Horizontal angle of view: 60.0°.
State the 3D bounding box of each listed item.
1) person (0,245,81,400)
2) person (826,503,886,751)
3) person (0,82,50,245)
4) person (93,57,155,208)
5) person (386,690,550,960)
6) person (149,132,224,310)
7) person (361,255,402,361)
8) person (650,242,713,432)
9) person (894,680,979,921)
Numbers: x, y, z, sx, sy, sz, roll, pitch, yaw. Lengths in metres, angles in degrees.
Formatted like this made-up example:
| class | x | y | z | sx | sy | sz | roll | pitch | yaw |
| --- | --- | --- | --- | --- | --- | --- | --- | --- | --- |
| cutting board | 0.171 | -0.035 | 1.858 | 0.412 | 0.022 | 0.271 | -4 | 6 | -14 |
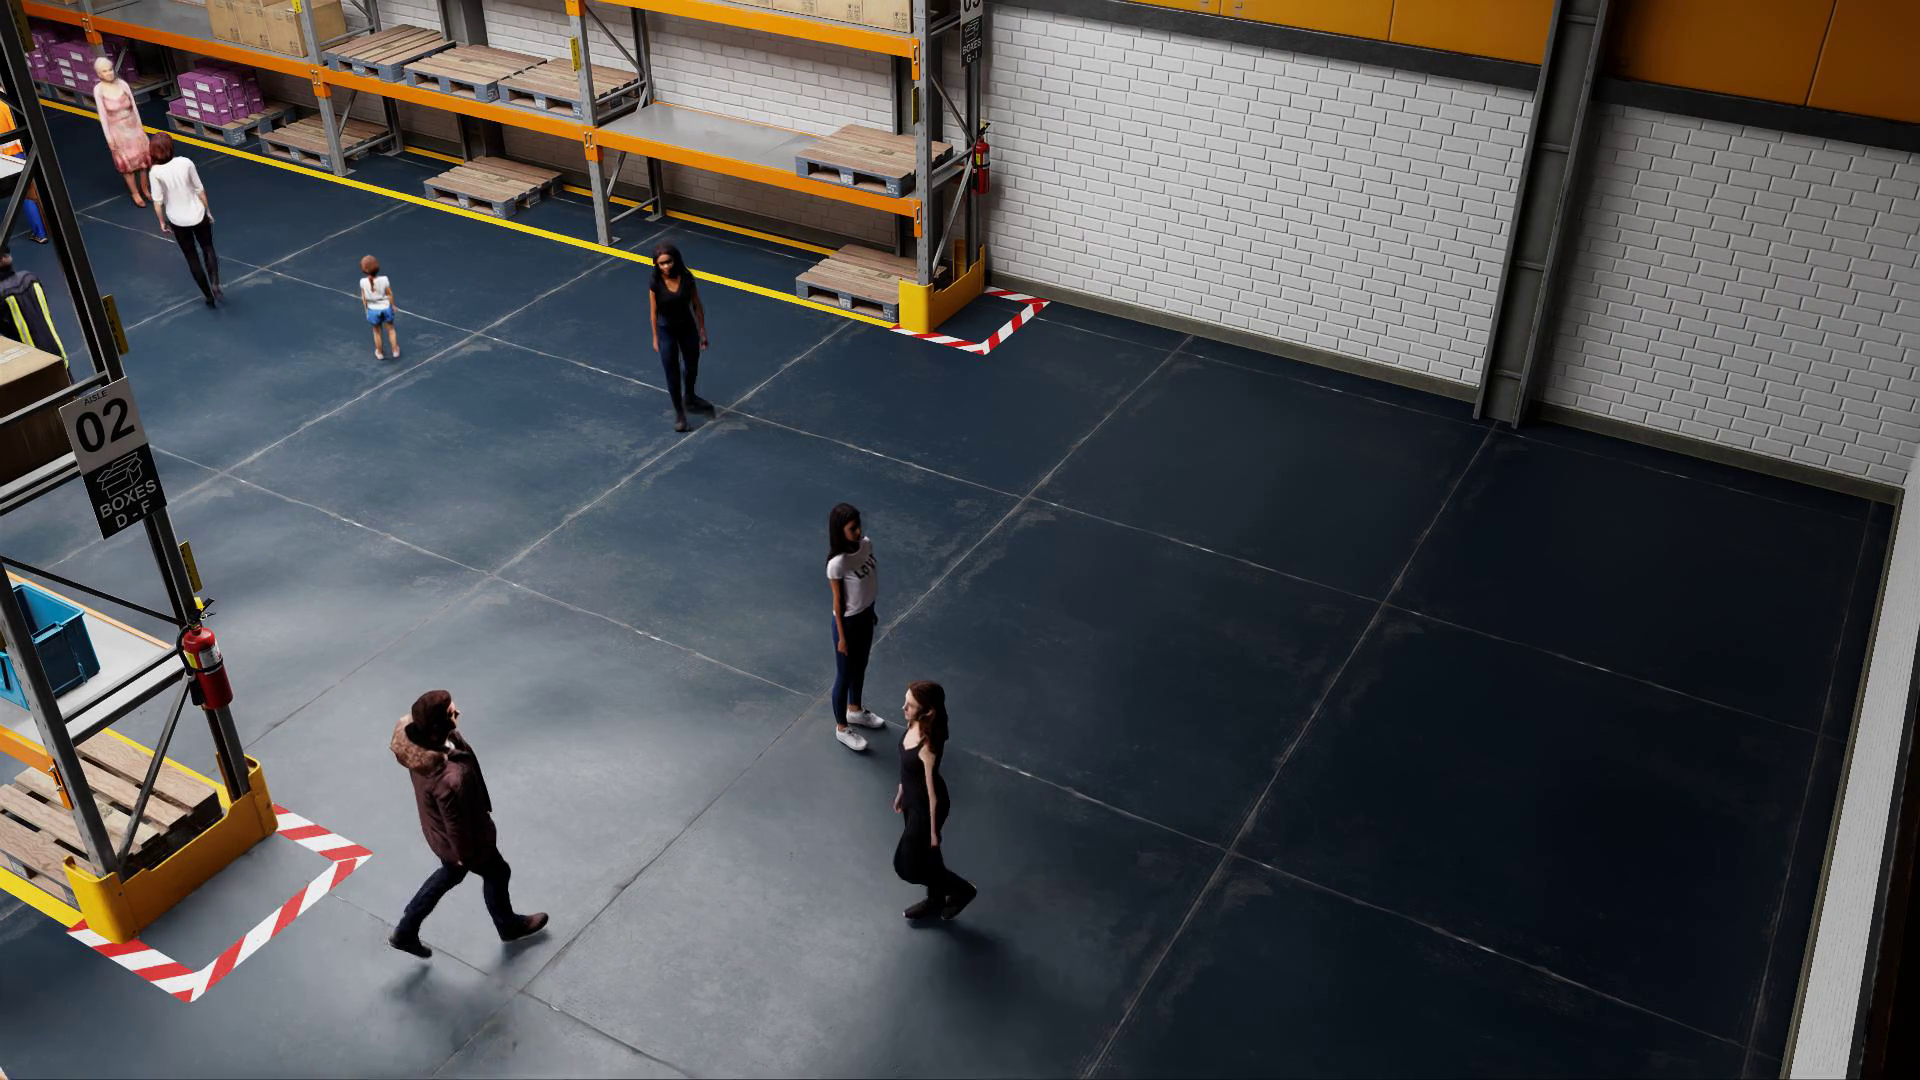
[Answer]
| class | x | y | z | sx | sy | sz | roll | pitch | yaw |
| --- | --- | --- | --- | --- | --- | --- | --- | --- | --- |
| person | -7.625 | -1.585 | 13.777 | 1.054 | 1.843 | 0.881 | 11 | 35 | 15 |
| person | -0.695 | 0.536 | 10.647 | 0.523 | 1.775 | 0.600 | 15 | 36 | 21 |
| person | -9.829 | -4.051 | 17.447 | 0.760 | 1.887 | 0.732 | -27 | 42 | -34 |
| person | -9.235 | -4.492 | 18.300 | 0.716 | 1.678 | 0.681 | 26 | 42 | 34 |
| person | -2.821 | 1.588 | 9.025 | 1.140 | 1.818 | 1.192 | -19 | 38 | -26 |
| person | -7.402 | -3.033 | 16.010 | 0.719 | 1.783 | 0.710 | -22 | 39 | -29 |
| person | -5.374 | -2.154 | 15.377 | 0.486 | 1.019 | 0.540 | -11 | 35 | -16 |
| person | -2.388 | -1.757 | 14.148 | 0.832 | 1.719 | 0.891 | -21 | 39 | -28 |
| person | -0.106 | 1.460 | 9.293 | 0.841 | 1.735 | 0.782 | -9 | 35 | -13 |
